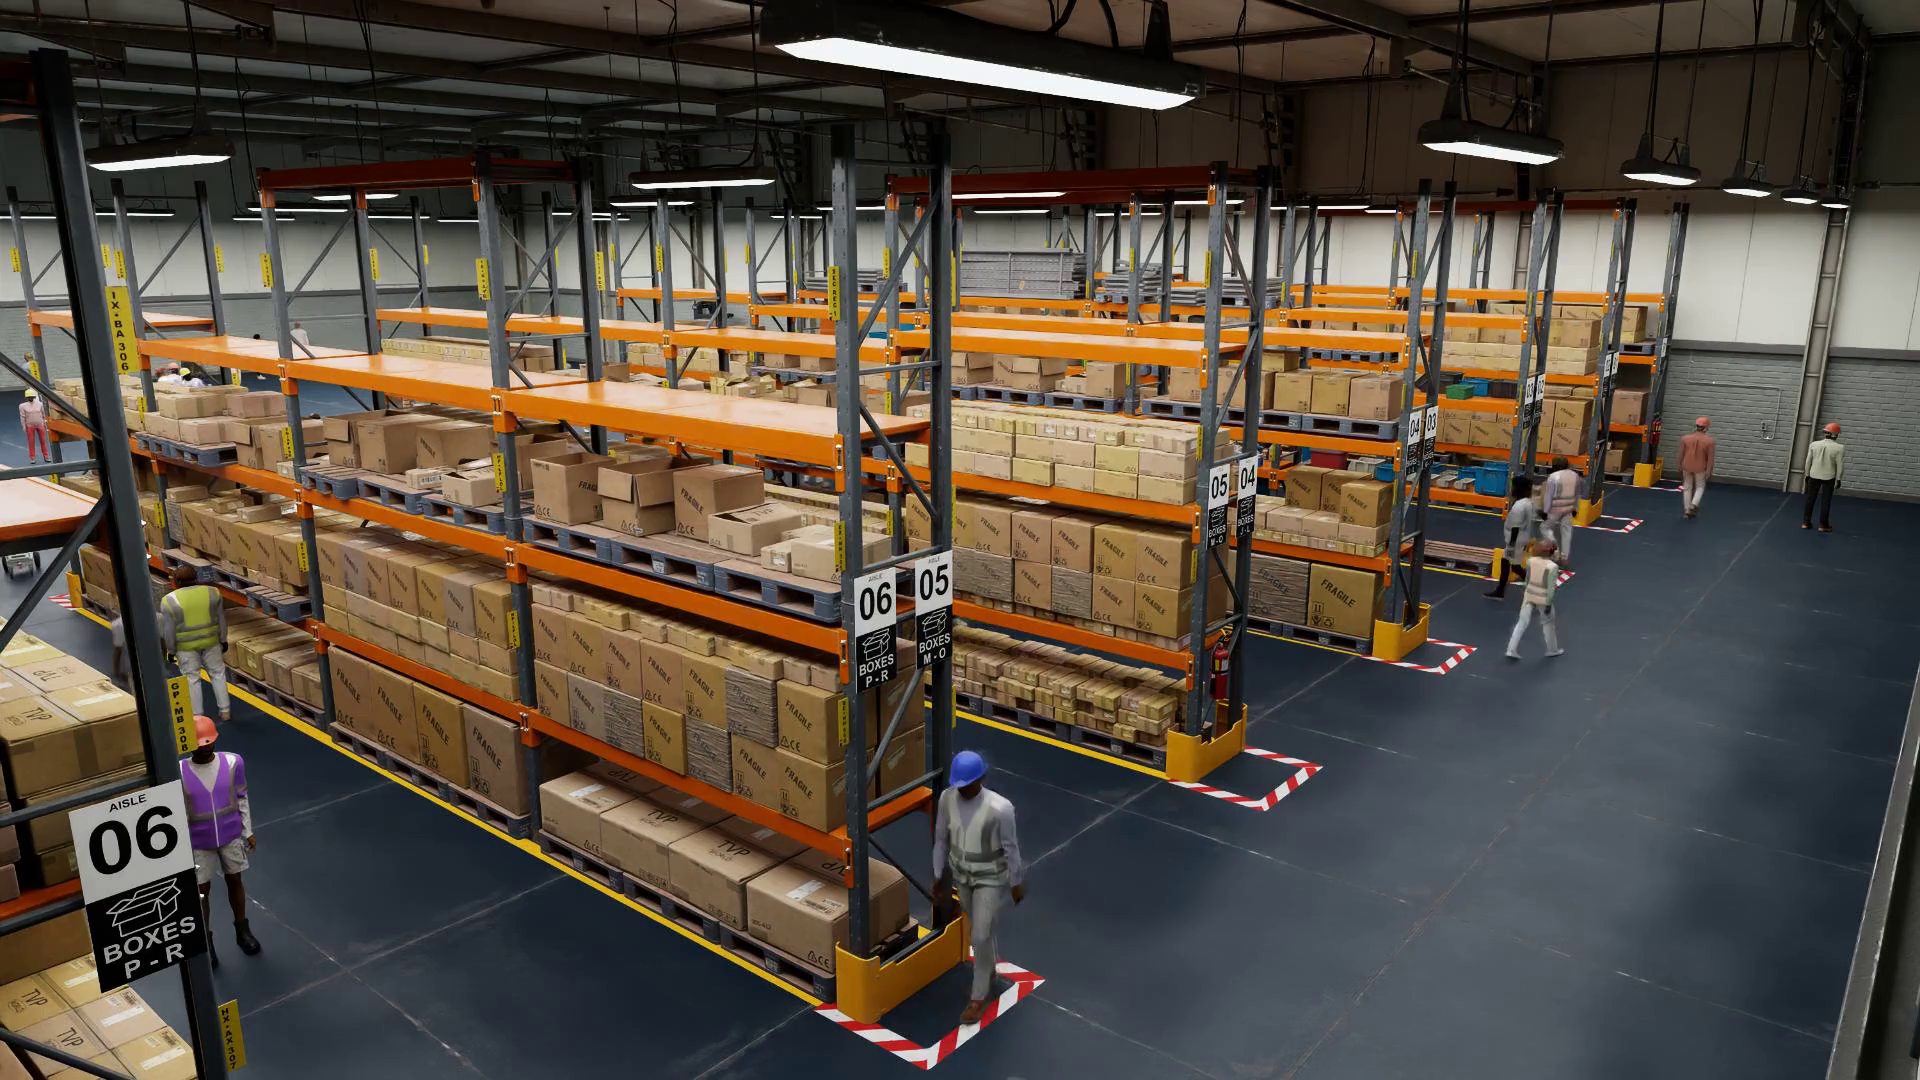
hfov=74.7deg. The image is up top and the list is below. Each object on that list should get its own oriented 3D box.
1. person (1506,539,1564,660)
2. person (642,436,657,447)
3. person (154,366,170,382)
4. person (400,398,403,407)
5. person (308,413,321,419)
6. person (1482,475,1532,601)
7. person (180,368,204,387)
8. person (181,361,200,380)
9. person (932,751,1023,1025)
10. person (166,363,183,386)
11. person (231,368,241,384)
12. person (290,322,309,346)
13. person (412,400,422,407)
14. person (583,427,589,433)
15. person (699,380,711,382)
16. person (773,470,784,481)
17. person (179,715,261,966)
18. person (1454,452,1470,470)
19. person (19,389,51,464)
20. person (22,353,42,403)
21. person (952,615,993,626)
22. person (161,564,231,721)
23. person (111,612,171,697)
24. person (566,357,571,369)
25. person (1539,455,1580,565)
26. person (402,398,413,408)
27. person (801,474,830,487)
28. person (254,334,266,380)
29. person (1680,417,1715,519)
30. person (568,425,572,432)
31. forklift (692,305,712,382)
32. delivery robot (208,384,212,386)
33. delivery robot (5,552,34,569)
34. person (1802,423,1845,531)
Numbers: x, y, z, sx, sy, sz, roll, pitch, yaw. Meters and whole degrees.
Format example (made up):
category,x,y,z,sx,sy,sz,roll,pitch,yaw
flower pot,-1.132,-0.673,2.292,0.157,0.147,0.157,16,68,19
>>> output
category,x,y,z,sx,sy,sz,roll,pitch,yaw
person,7.426,0.764,16.182,0.875,1.587,0.524,-7,15,-25
person,-5.665,-1.059,23.057,0.657,1.880,1.028,-10,17,-36
person,-21.752,-3.801,34.379,0.576,1.861,0.604,-3,14,-11
person,-17.613,-5.093,39.779,0.411,1.830,0.524,1,14,4
person,-13.056,-1.669,25.657,0.429,1.843,0.632,3,14,12
person,8.289,0.006,18.575,0.876,1.940,0.609,9,16,33
person,-20.721,-3.772,34.235,0.683,1.875,0.804,-1,14,-3
person,-25.414,-5.595,41.481,0.705,2.000,0.724,12,18,40
person,0.065,2.389,8.806,0.619,1.913,0.777,10,17,34
person,-21.786,-3.947,34.952,0.565,1.897,0.688,6,15,23
person,-23.152,-5.075,40.093,0.280,1.636,0.501,12,18,40
person,-26.666,-7.840,50.906,0.643,1.908,0.410,-4,14,-15
person,-12.440,-2.541,28.933,0.546,1.992,0.649,-5,14,-18
person,-10.275,-3.811,34.886,0.314,1.641,0.515,11,17,38
person,-9.182,-6.381,45.565,0.850,1.587,0.514,6,15,23
person,-3.739,-1.950,26.736,0.591,1.878,0.636,-7,15,-27
person,-5.585,2.225,9.434,0.542,1.939,0.362,-12,18,-42
person,11.042,-2.253,27.697,0.659,2.021,0.632,10,17,36
person,-22.161,-2.731,30.185,0.527,1.768,0.331,-12,18,-41
person,-27.670,-4.632,37.653,0.370,1.934,0.627,3,14,11
person,0.232,0.314,17.430,0.960,1.877,0.603,6,15,22
person,-8.493,1.162,14.018,0.429,1.839,0.634,12,18,41
person,-8.599,1.356,13.241,0.519,1.837,0.836,-13,19,-42
person,-12.575,-5.063,40.105,0.504,1.615,0.619,-8,16,-30
person,9.935,-0.492,20.857,0.743,1.819,0.458,-4,14,-18
person,-12.036,-2.174,27.601,0.651,1.906,0.402,-5,14,-19
person,-3.165,-2.087,27.378,0.713,1.855,0.346,5,14,19
person,-26.478,-6.917,47.542,0.317,1.697,0.540,-9,16,-34
person,14.135,-1.382,24.210,0.614,1.972,0.508,12,18,41
person,-10.755,-3.672,34.348,0.526,1.627,0.396,-4,14,-14
forklift,-9.511,-7.392,47.124,1.873,2.768,1.129,11,17,38
delivery robot,-24.633,-4.869,41.394,0.707,0.478,0.477,4,14,18
delivery robot,-15.276,0.224,20.444,0.477,0.478,0.707,-9,17,-34
person,16.002,-1.177,23.322,0.396,1.987,0.623,-9,16,-32
